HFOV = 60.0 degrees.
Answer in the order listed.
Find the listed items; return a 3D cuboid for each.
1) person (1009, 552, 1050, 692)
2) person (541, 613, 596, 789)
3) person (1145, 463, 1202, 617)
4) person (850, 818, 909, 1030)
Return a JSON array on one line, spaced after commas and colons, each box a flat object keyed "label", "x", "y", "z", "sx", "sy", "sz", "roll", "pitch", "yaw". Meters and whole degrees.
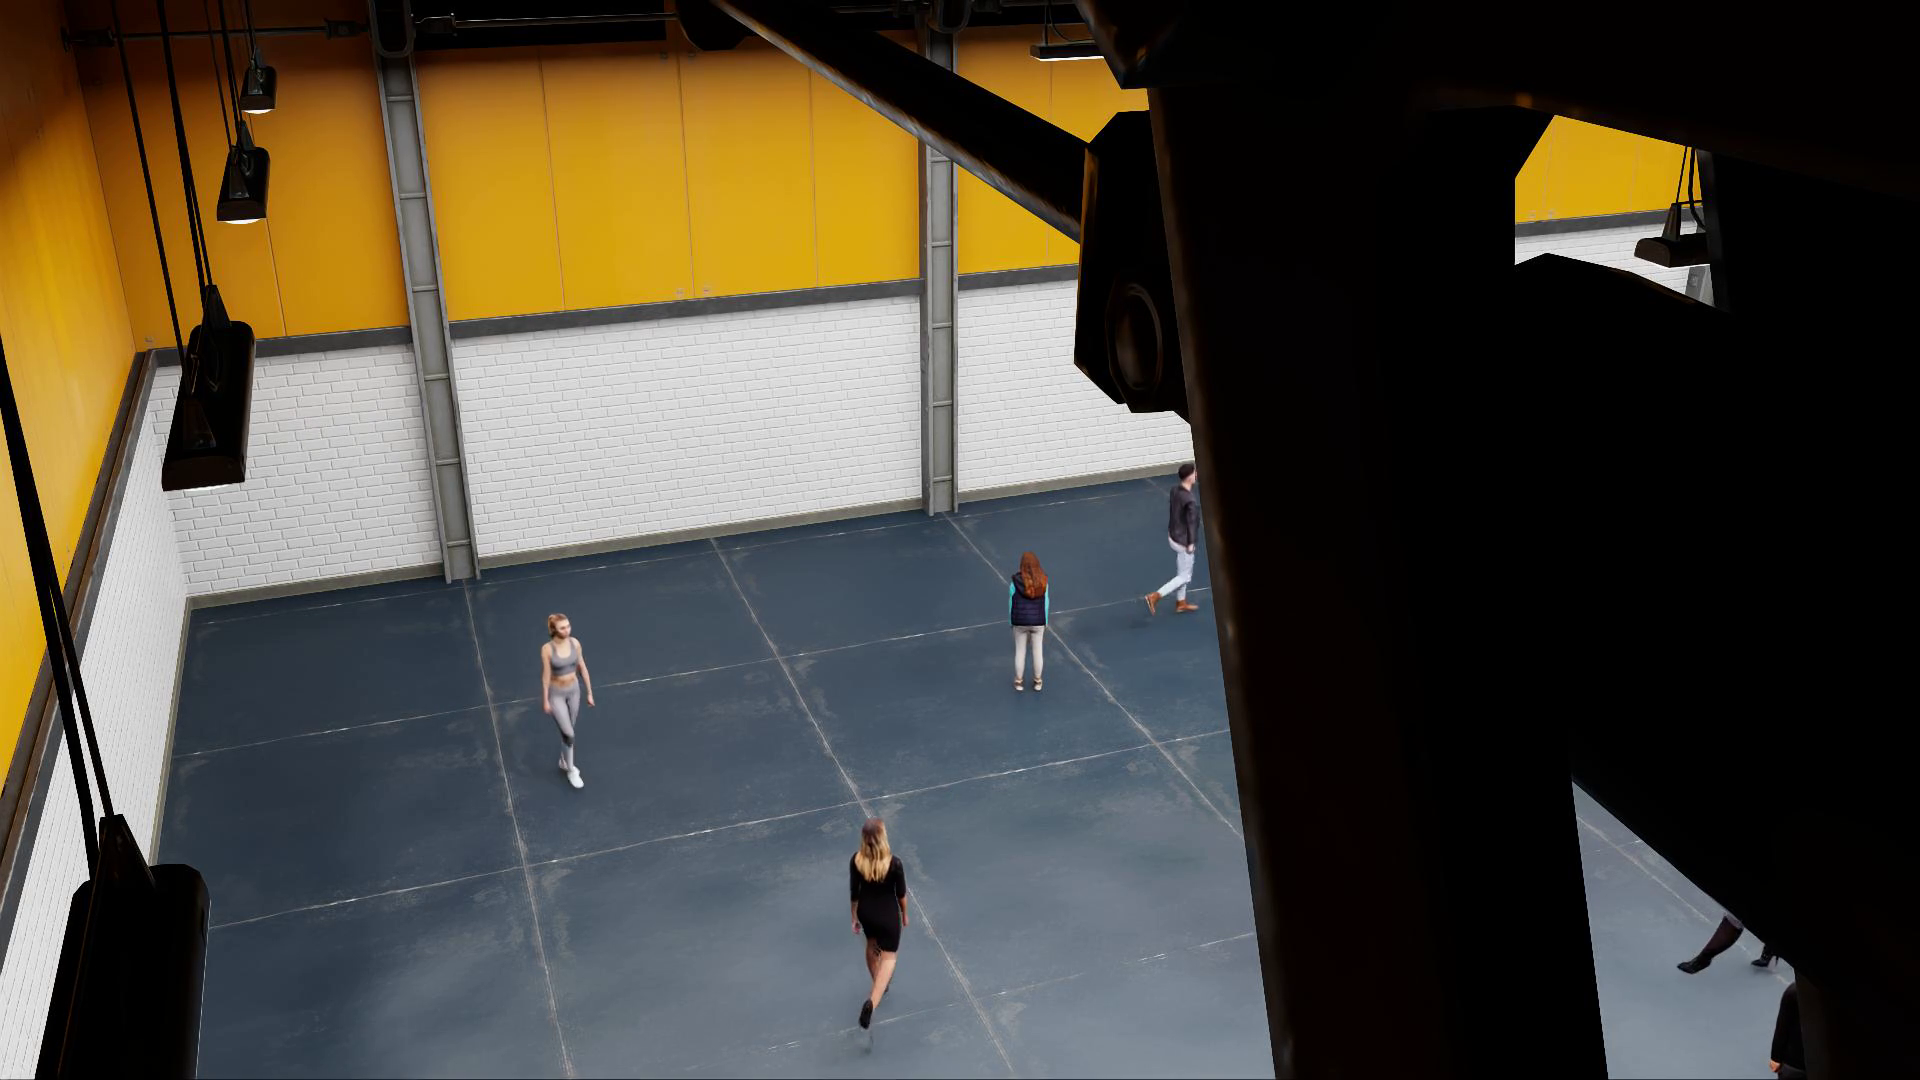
[{"label": "person", "x": 0.699, "y": 0.824, "z": 16.933, "sx": 0.598, "sy": 1.498, "sz": 0.696, "roll": -1, "pitch": 24, "yaw": -1}, {"label": "person", "x": -3.693, "y": 1.422, "z": 15.330, "sx": 0.794, "sy": 1.685, "sz": 0.809, "roll": -21, "pitch": 31, "yaw": -40}, {"label": "person", "x": 2.384, "y": 0.032, "z": 18.347, "sx": 0.938, "sy": 1.817, "sz": 0.655, "roll": -9, "pitch": 25, "yaw": -20}, {"label": "person", "x": -0.619, "y": 2.824, "z": 12.162, "sx": 0.967, "sy": 1.655, "sz": 0.968, "roll": 7, "pitch": 25, "yaw": 15}]
